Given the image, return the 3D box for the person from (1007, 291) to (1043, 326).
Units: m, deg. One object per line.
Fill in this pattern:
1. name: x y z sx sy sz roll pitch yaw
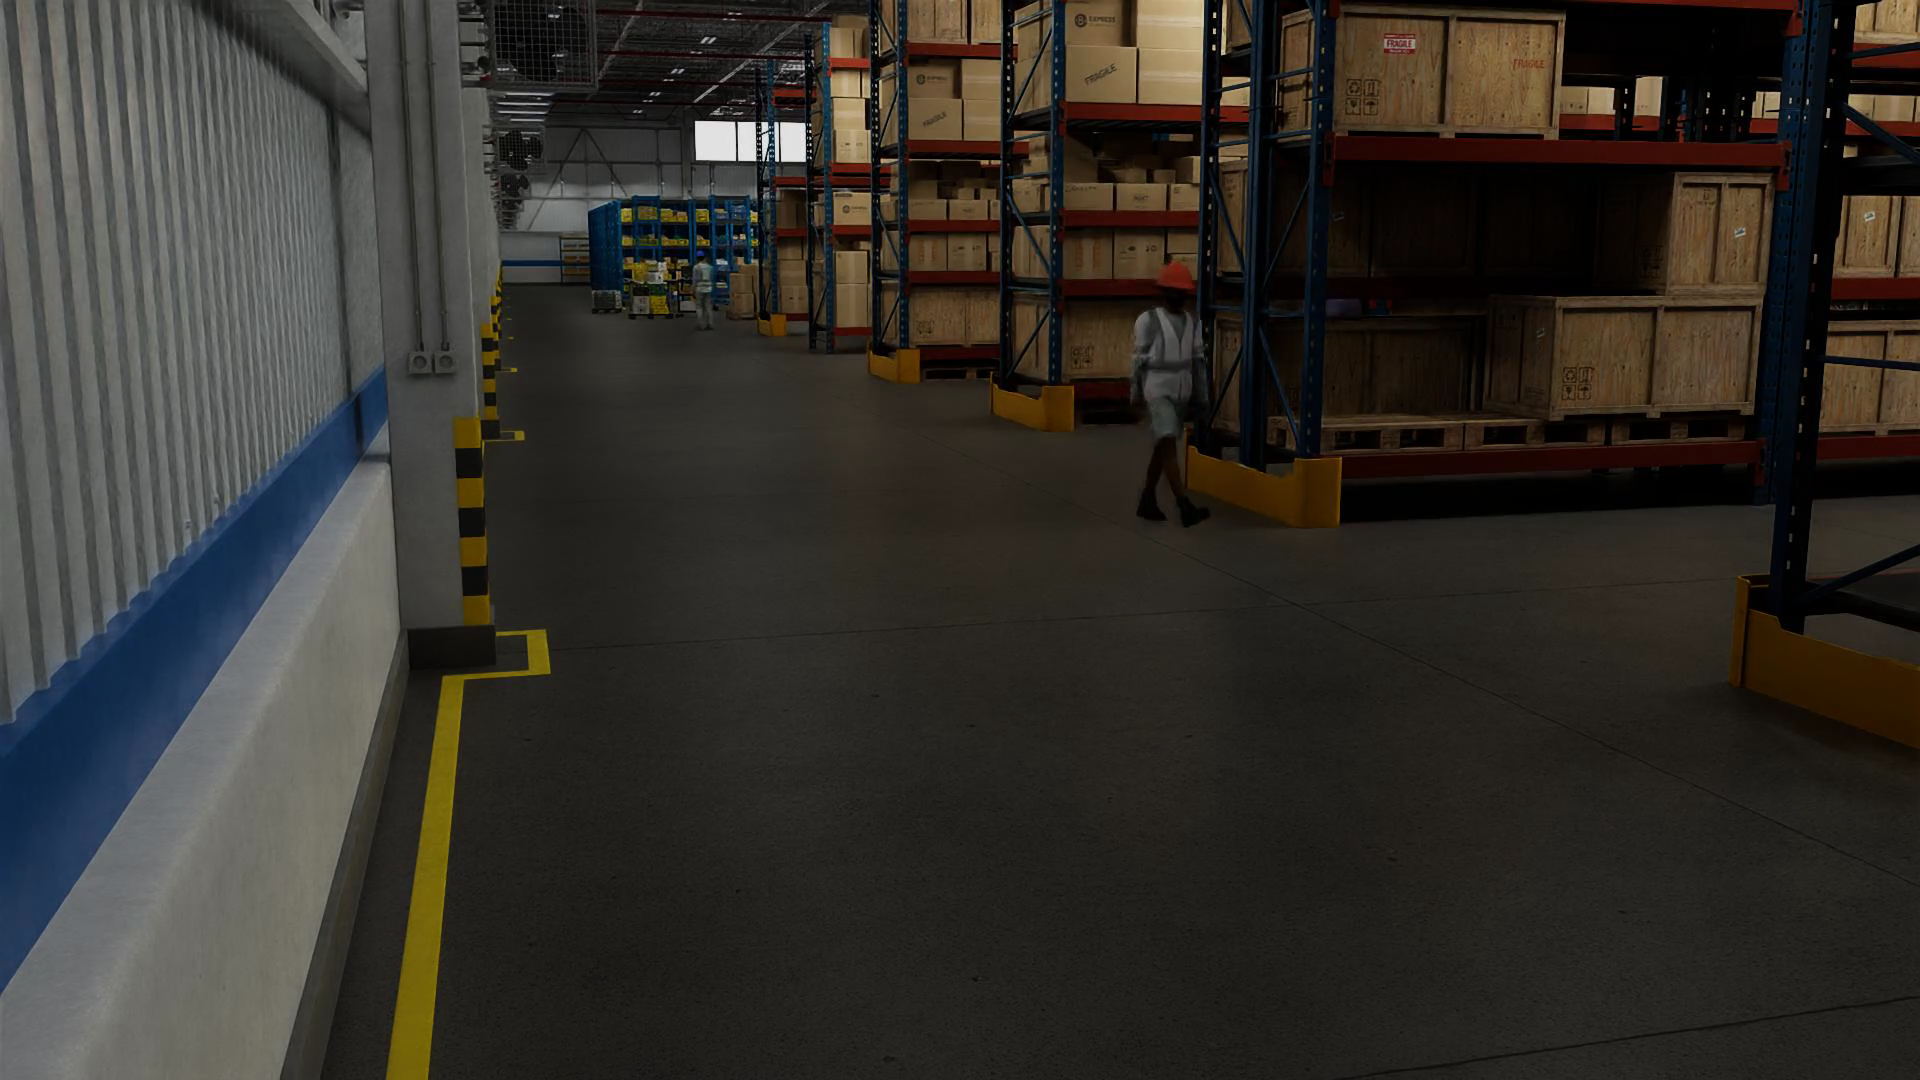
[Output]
1. person: 0.916 -3.254 24.387 0.692 1.970 0.617 -4 11 -20

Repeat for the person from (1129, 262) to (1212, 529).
1. person: 1.569 -1.030 11.964 0.555 1.893 0.975 -6 11 -29

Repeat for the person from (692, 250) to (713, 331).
1. person: -6.210 -5.992 39.981 0.417 1.939 0.607 8 13 38

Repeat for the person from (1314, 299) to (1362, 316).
1. person: 3.771 -1.762 16.129 0.974 1.893 0.660 -3 11 -18
